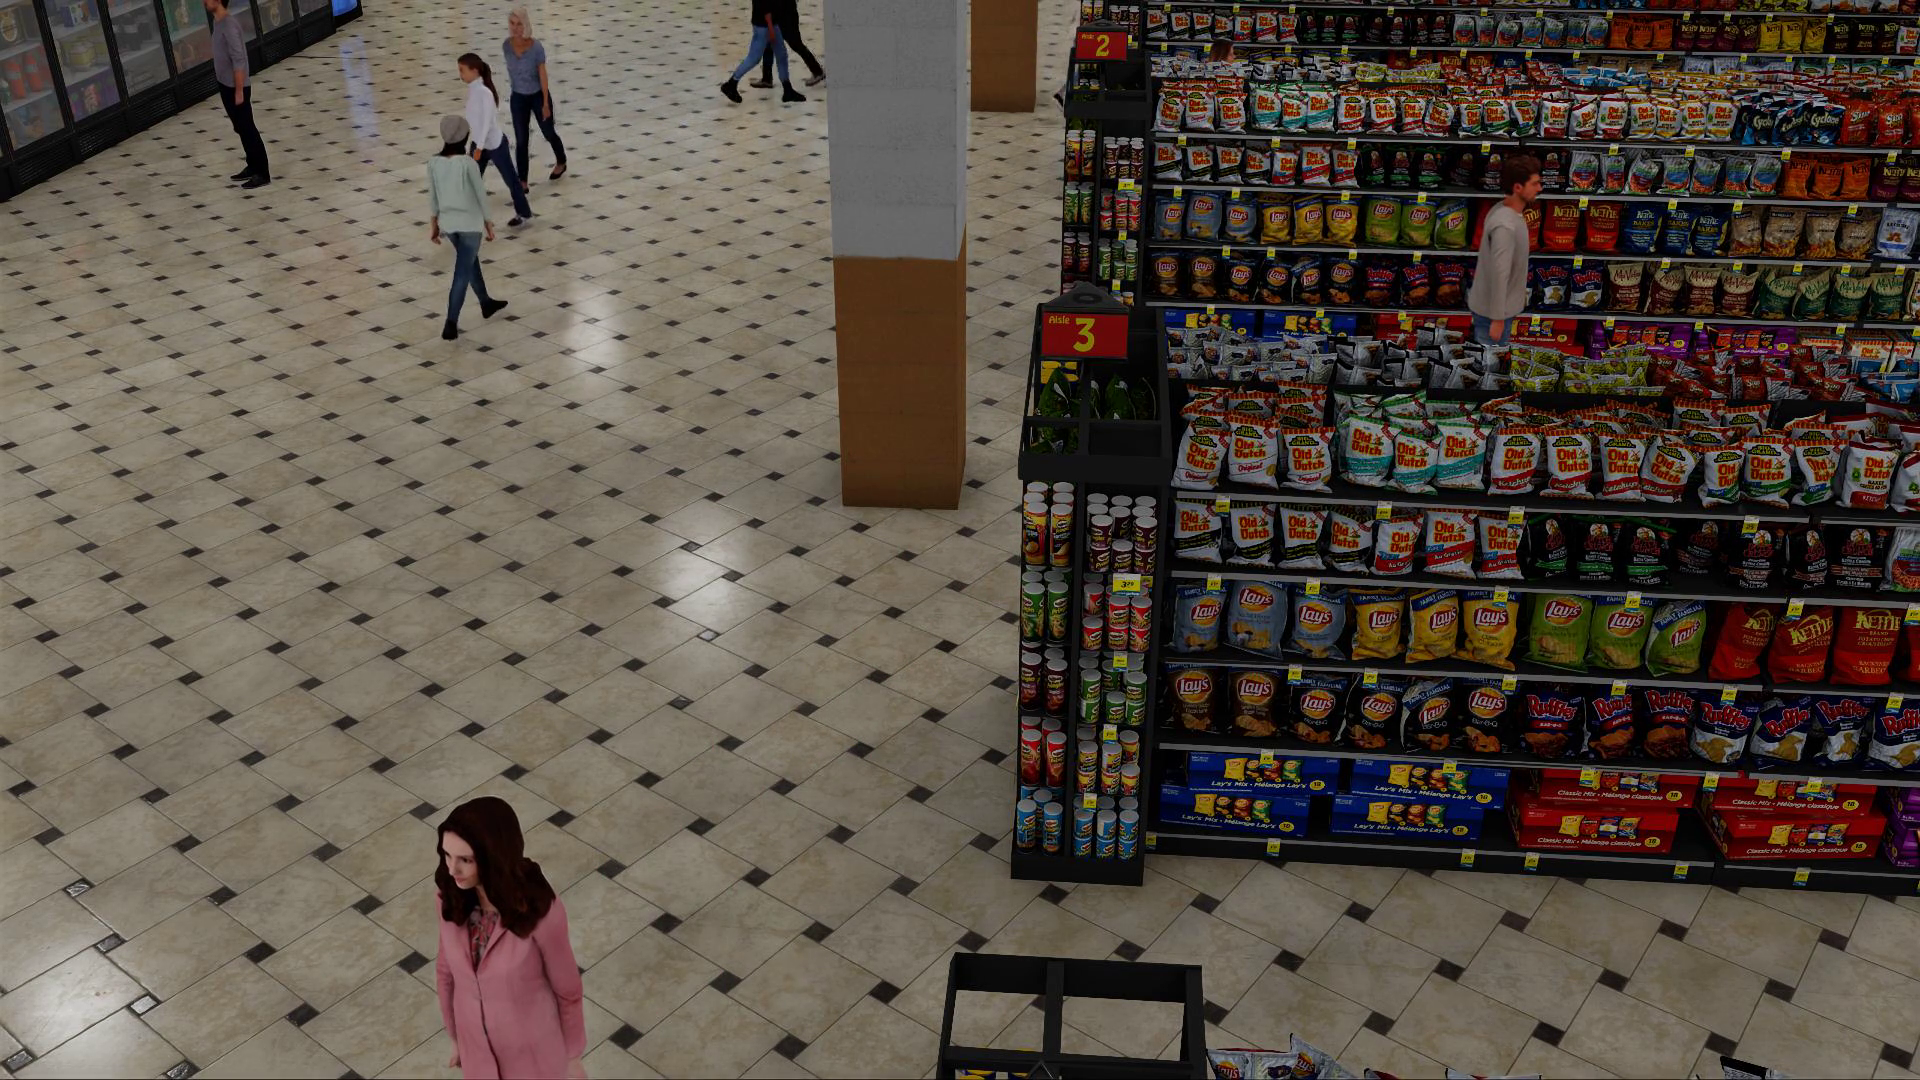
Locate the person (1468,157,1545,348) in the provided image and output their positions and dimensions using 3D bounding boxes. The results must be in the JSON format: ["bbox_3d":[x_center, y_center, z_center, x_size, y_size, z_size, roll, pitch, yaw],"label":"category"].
[{"bbox_3d":[3.286,-1.426,10.233,0.628,1.901,0.713,8,30,14],"label":"person"}]

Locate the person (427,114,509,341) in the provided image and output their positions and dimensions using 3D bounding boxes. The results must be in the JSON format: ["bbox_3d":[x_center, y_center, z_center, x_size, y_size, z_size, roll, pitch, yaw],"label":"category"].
[{"bbox_3d":[-3.612,-2.214,11.984,1.098,1.606,0.832,7,29,12],"label":"person"}]

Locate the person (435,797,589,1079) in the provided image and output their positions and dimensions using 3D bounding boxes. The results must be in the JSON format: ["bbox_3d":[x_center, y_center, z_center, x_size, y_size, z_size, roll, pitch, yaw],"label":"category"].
[{"bbox_3d":[-1.312,1.497,4.982,0.542,1.801,0.725,9,30,16],"label":"person"}]

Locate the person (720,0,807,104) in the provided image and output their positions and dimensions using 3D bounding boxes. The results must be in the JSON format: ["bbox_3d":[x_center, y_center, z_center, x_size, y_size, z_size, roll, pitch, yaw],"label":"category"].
[{"bbox_3d":[-2.204,-5.500,17.953,1.184,1.655,0.691,-2,29,-3],"label":"person"}]

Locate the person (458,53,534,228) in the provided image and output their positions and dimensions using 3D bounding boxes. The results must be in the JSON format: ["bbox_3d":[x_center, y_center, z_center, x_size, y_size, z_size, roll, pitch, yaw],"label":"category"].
[{"bbox_3d":[-3.937,-3.363,14.190,1.027,1.508,0.978,23,36,35],"label":"person"}]

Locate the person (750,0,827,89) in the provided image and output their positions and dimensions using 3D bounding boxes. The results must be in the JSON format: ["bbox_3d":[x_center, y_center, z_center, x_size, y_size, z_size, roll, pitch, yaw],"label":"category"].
[{"bbox_3d":[-1.917,-5.834,18.645,1.198,1.577,0.954,-10,30,-17],"label":"person"}]

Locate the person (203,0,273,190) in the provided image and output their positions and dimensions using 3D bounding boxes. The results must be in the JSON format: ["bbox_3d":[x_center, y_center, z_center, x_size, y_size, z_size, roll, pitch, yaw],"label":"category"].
[{"bbox_3d":[-6.709,-4.216,15.404,0.772,1.844,0.729,-20,34,-31],"label":"person"}]

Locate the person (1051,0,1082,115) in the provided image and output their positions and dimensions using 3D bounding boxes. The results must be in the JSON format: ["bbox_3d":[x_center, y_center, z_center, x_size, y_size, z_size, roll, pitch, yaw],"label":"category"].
[{"bbox_3d":[1.265,-5.288,17.550,1.109,1.668,0.985,-13,31,-23],"label":"person"}]

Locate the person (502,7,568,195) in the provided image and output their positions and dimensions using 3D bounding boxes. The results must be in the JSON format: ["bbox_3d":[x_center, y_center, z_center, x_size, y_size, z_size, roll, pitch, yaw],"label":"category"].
[{"bbox_3d":[-3.898,-4.040,15.274,1.111,1.659,0.758,6,29,12],"label":"person"}]
